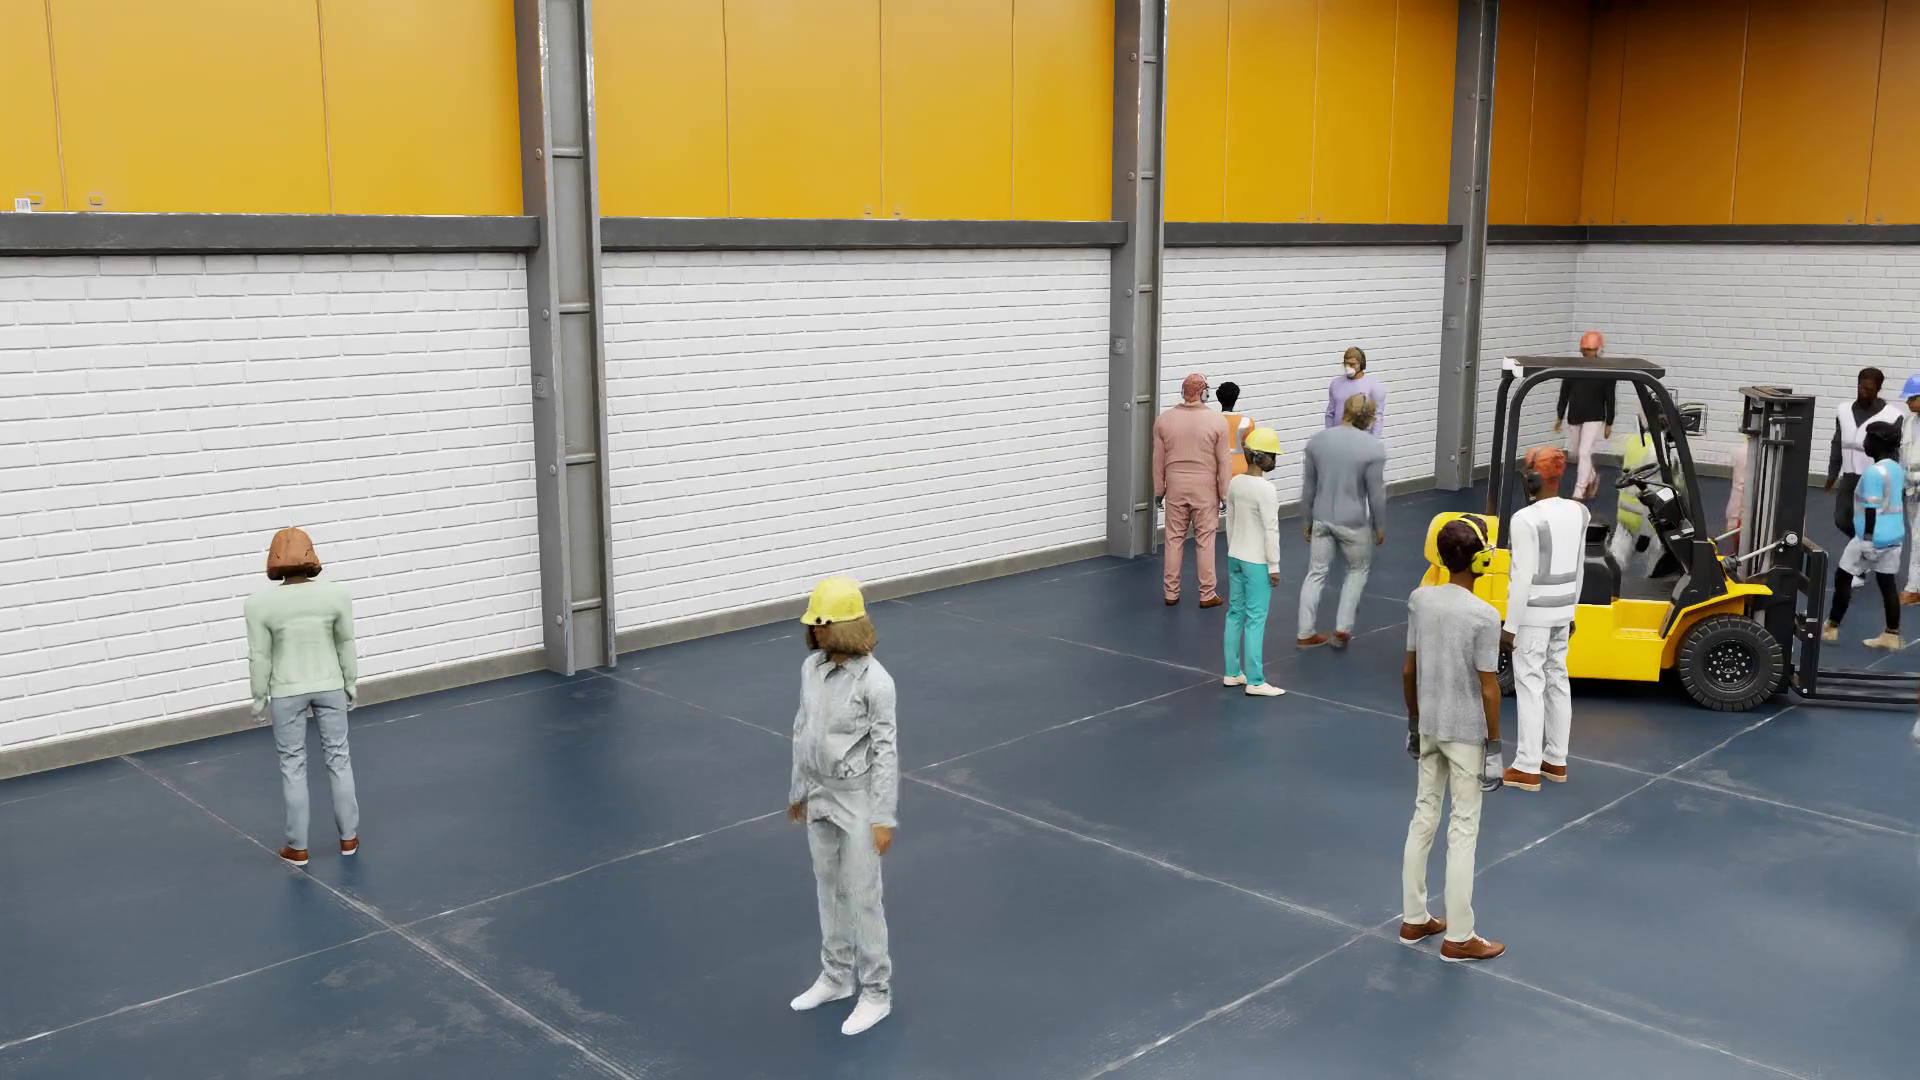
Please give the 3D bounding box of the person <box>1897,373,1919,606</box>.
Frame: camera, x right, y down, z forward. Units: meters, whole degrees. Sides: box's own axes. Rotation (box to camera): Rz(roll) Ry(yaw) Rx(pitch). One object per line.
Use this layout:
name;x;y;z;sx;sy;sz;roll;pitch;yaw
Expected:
person;8.013;-0.411;13.586;0.831;1.908;0.648;-1;10;-7

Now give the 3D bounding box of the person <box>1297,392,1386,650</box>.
person;2.746;-0.118;11.990;0.649;1.903;0.482;10;14;43

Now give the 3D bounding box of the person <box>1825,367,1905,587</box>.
person;7.799;-0.544;14.272;0.556;1.905;0.630;-5;11;-25

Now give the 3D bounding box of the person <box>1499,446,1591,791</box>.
person;3.163;0.424;9.060;0.584;1.882;0.339;-7;12;-33

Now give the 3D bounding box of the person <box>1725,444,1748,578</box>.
person;6.011;-0.148;12.551;0.588;1.732;0.543;9;14;41

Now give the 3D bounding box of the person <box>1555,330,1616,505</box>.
person;7.044;-1.373;18.646;0.861;1.965;0.619;-9;14;-40

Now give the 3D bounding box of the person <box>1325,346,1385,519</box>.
person;3.828;-0.923;16.259;0.373;1.938;0.627;-10;14;-43

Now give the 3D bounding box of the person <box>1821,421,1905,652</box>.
person;6.563;-0.035;12.135;0.546;1.670;0.729;-9;13;-39

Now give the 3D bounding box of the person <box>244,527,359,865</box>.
person;-3.144;0.745;7.993;0.497;1.633;0.279;-6;12;-32

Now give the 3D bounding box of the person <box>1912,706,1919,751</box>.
person;4.520;0.771;7.278;0.554;1.842;0.742;8;13;38

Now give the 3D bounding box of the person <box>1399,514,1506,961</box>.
person;2.066;0.818;6.938;0.327;1.876;0.516;-6;12;-31

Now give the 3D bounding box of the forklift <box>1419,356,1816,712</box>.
forklift;4.276;-0.101;11.076;2.313;2.155;1.214;2;11;13

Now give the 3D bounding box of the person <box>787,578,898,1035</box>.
person;-0.471;1.000;6.325;0.339;1.740;0.521;-10;14;-44

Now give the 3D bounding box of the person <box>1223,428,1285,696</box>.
person;1.942;0.143;10.937;0.328;1.761;0.523;-4;11;-22

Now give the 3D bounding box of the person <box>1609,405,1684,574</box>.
person;5.079;-0.128;12.392;1.039;1.786;0.608;-1;10;-5

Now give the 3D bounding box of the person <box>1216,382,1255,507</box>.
person;2.425;-0.597;15.168;0.529;1.690;0.321;4;11;20

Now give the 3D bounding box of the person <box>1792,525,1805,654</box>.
person;5.834;0.042;11.838;0.310;1.633;0.515;8;13;38

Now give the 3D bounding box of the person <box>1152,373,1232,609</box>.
person;1.892;-0.400;13.491;0.651;1.906;0.403;5;11;23
